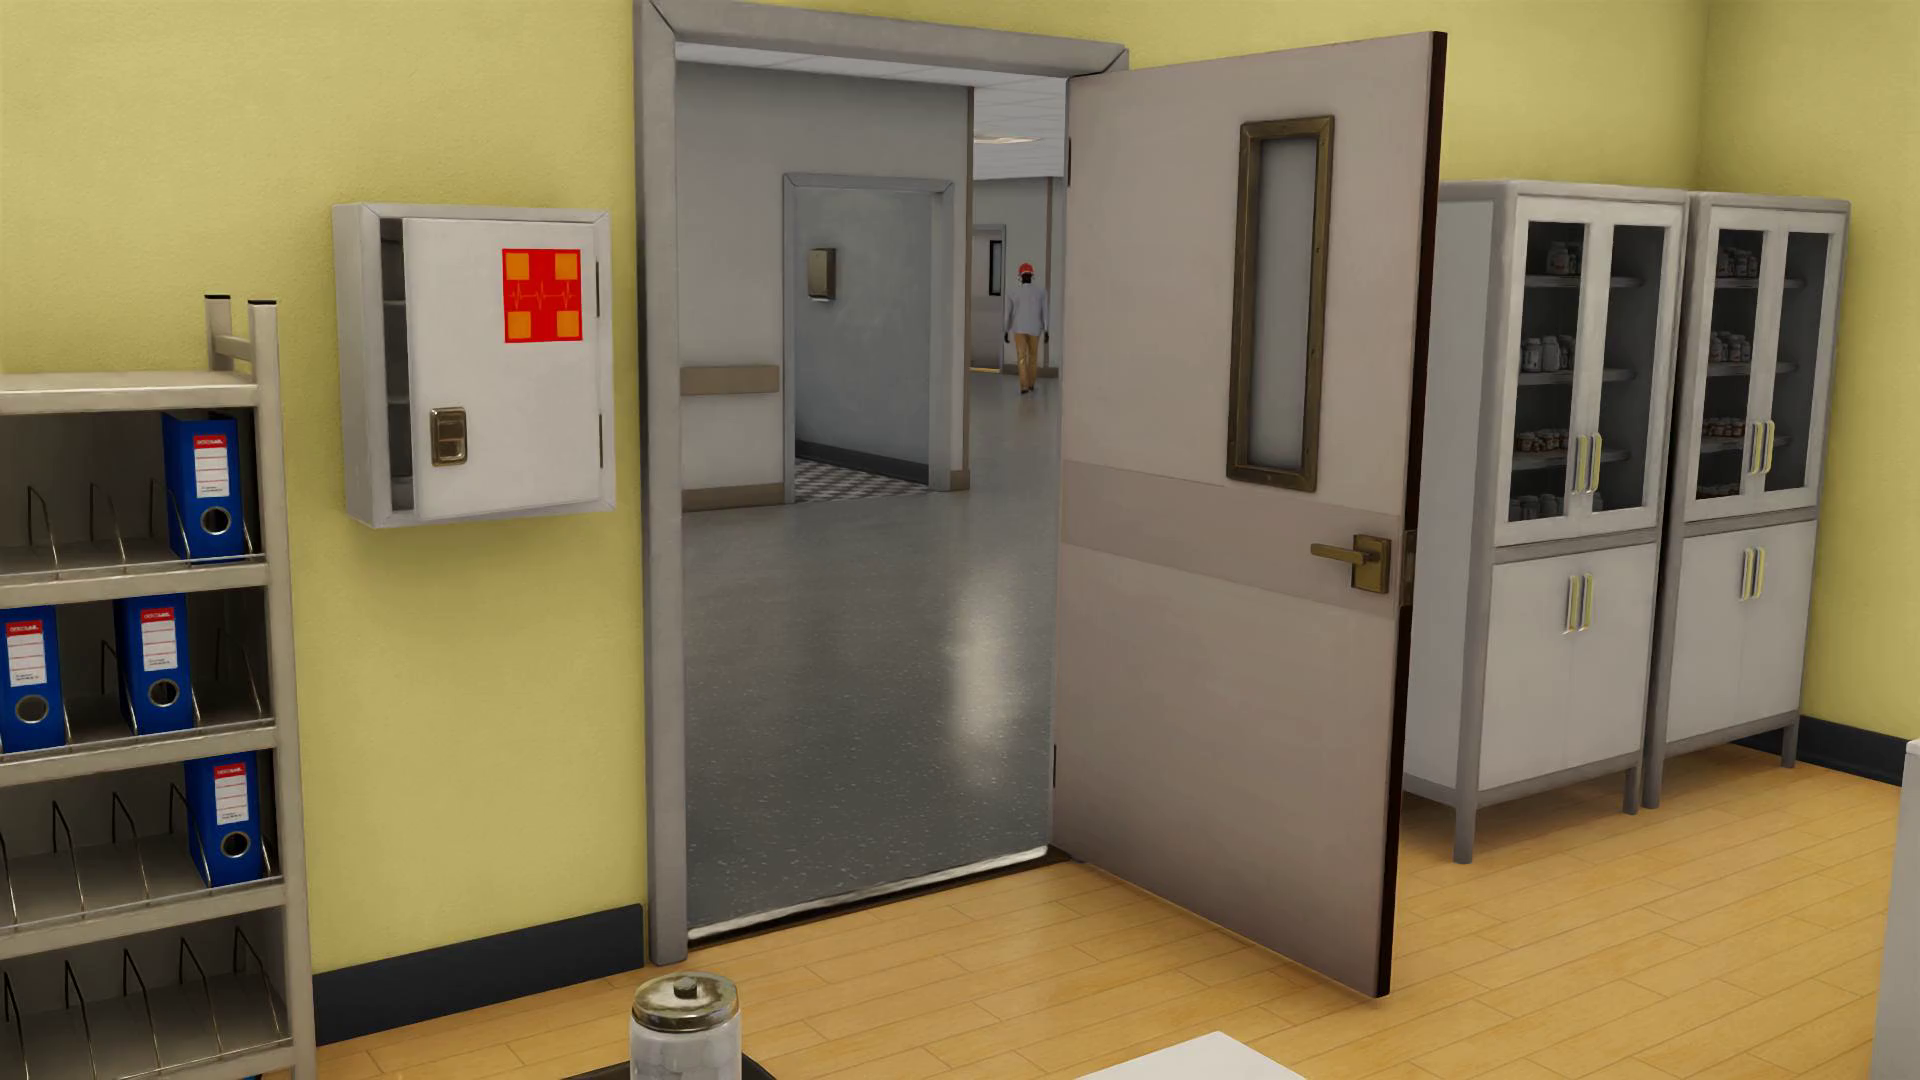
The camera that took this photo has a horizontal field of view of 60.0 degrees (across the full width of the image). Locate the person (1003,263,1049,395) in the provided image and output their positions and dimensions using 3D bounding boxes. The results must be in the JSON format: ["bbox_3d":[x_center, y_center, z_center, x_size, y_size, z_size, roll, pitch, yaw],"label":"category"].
[{"bbox_3d":[0.864,-2.796,22.071,0.591,1.717,0.762,0,10,-5],"label":"person"}]
